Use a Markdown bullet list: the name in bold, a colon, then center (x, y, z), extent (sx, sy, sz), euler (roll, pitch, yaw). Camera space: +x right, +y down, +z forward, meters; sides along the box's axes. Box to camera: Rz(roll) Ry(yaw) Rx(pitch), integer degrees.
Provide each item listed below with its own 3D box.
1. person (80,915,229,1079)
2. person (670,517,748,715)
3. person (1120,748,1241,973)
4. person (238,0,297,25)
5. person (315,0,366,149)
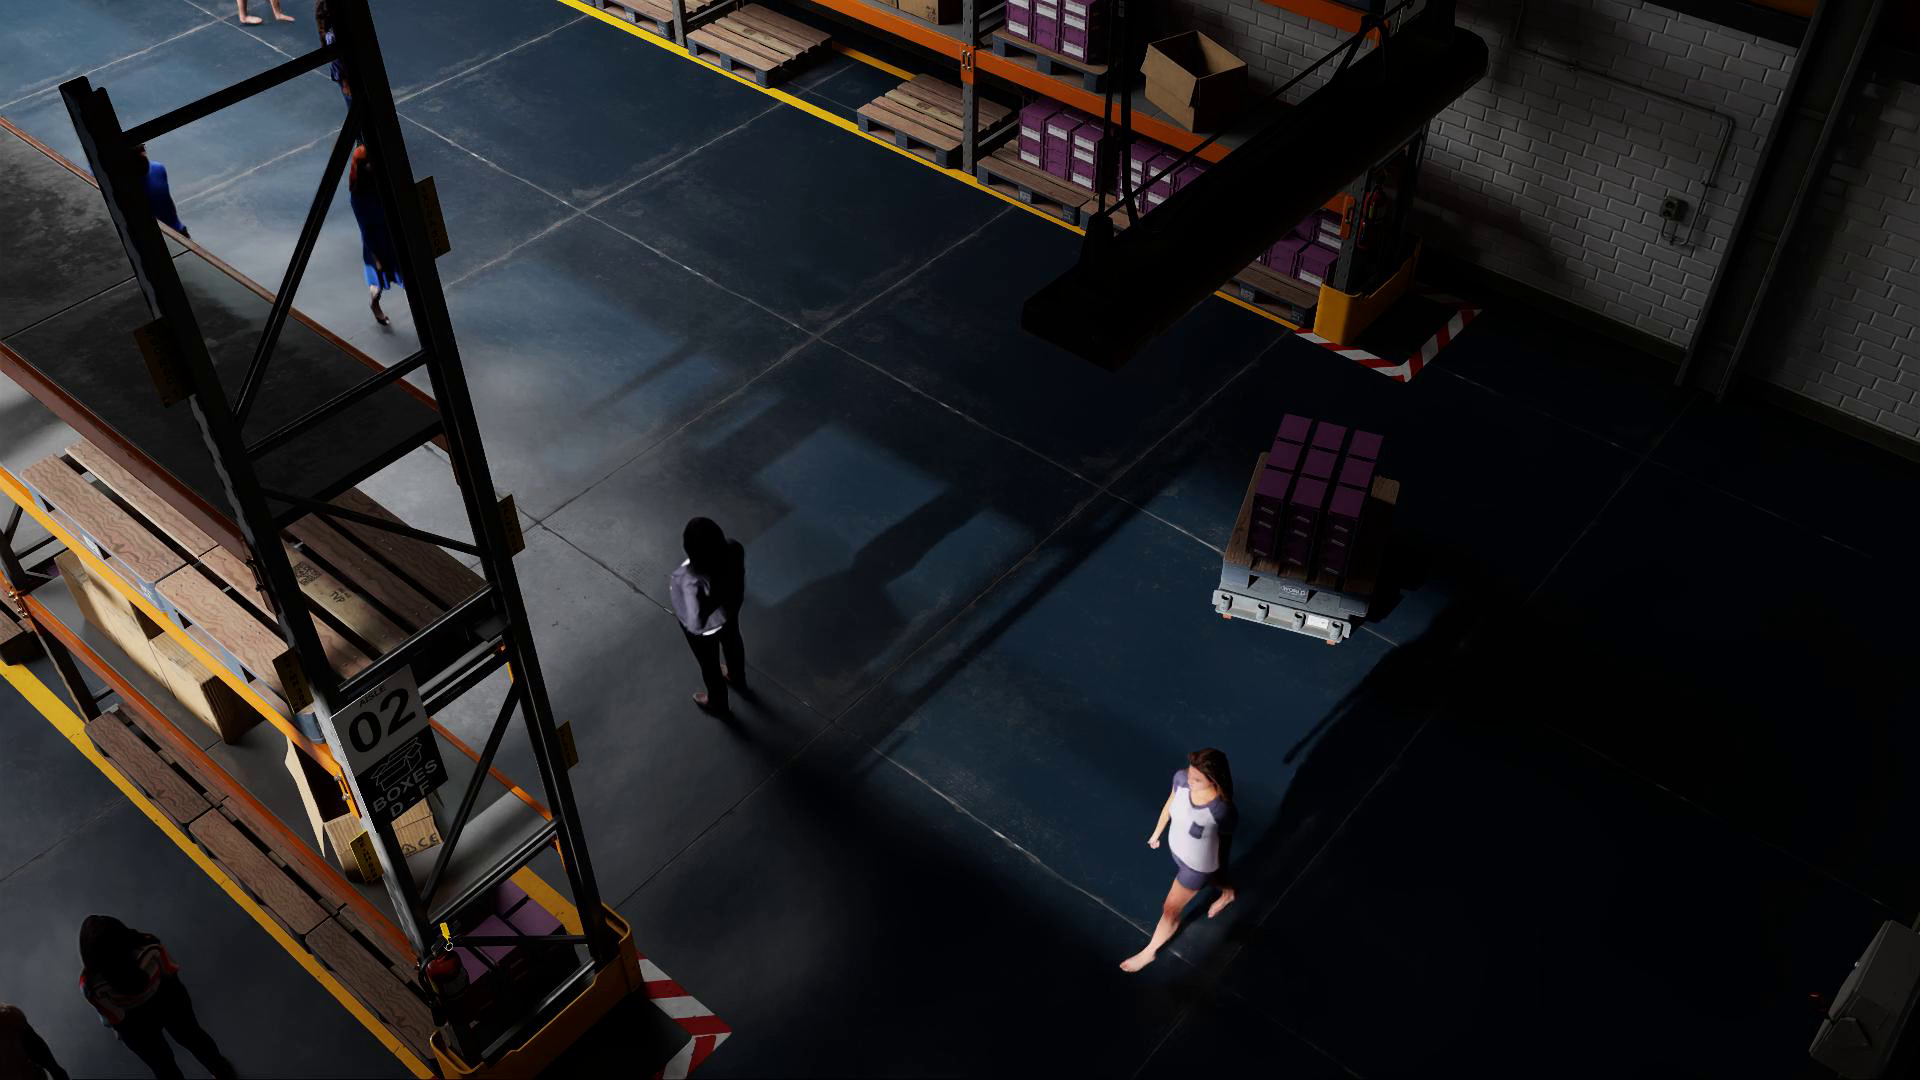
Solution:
- **person**: center (-4.151, 2.413, 8.531), extent (0.508, 1.614, 0.584), euler (29, 51, 27)
- **person**: center (-1.574, 0.462, 10.591), extent (0.677, 1.597, 0.679), euler (25, 49, 24)
- **person**: center (1.369, 1.697, 9.229), extent (0.936, 1.688, 1.117), euler (-22, 48, -21)
- **person**: center (-7.614, -6.207, 17.548), extent (0.963, 1.657, 0.868), euler (-2, 44, -2)
- **person**: center (-5.717, -4.358, 15.635), extent (0.703, 1.618, 0.702), euler (9, 44, 9)
